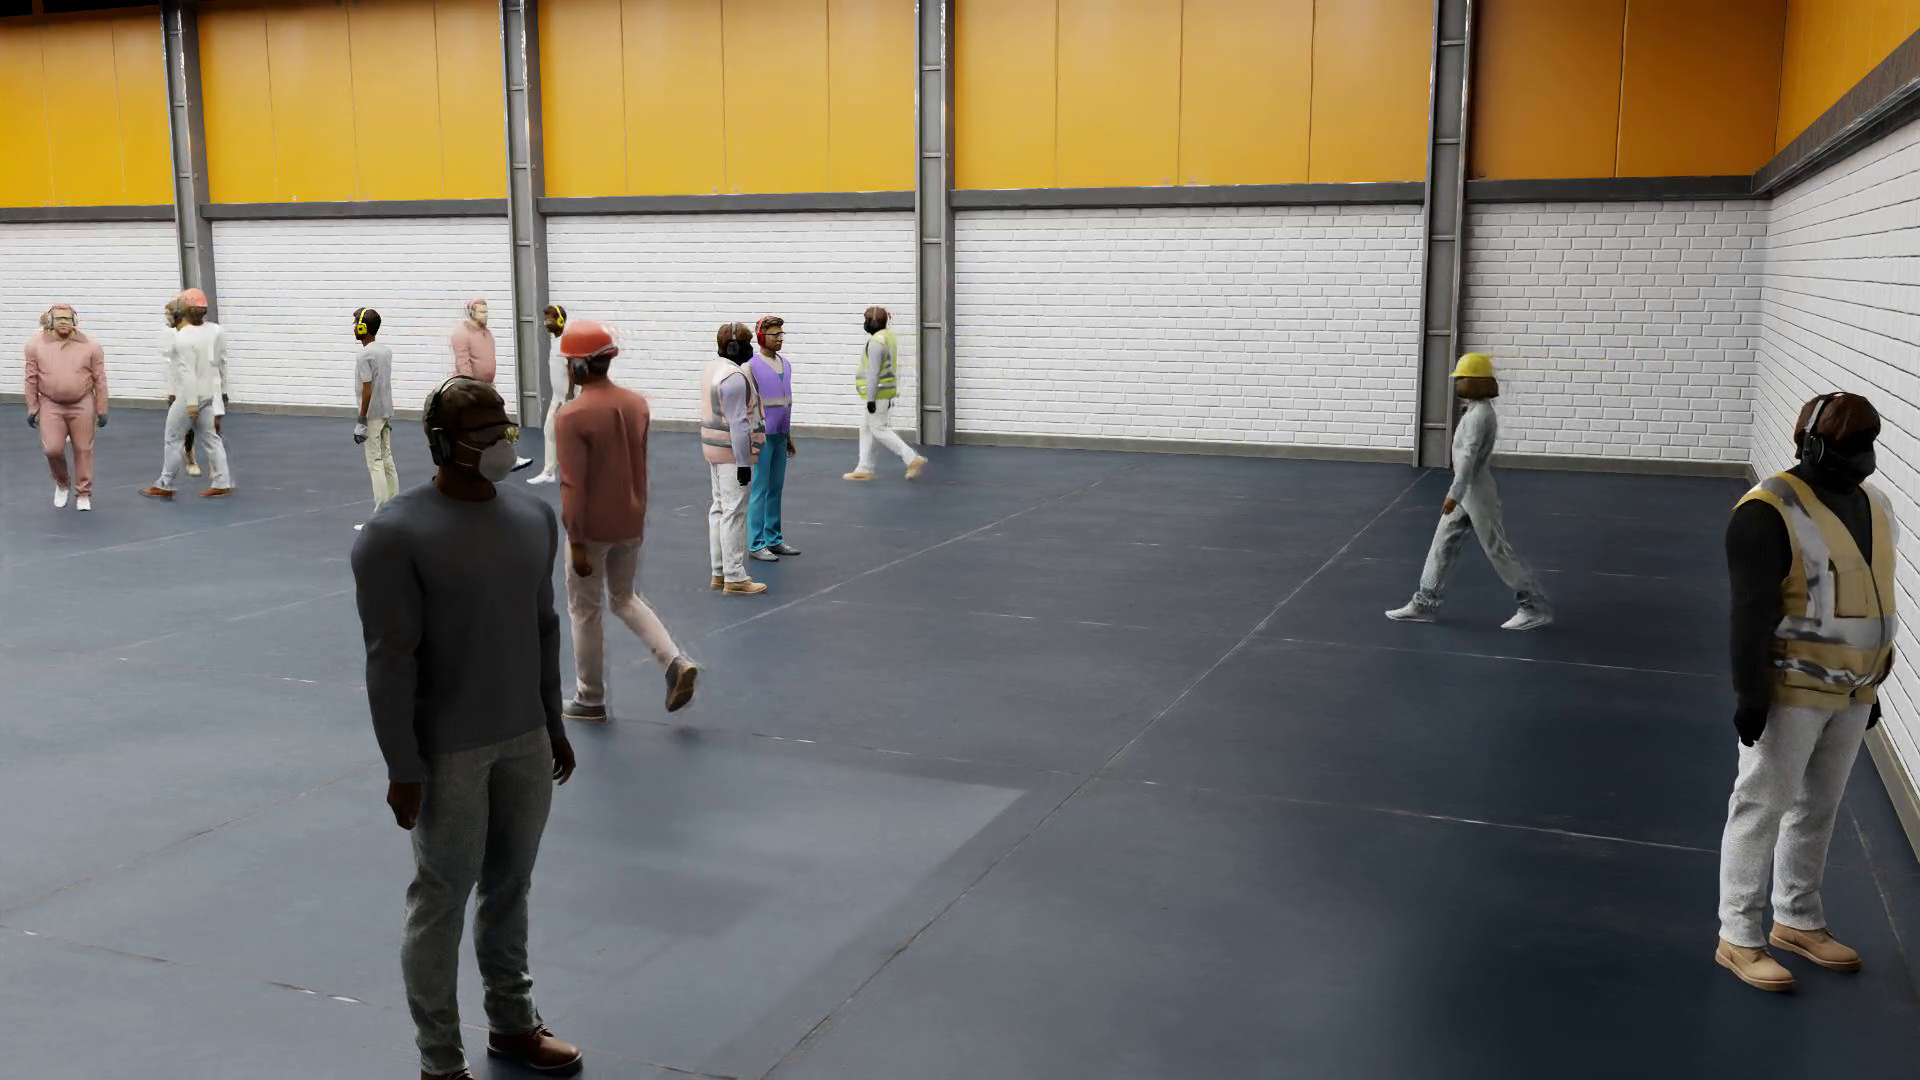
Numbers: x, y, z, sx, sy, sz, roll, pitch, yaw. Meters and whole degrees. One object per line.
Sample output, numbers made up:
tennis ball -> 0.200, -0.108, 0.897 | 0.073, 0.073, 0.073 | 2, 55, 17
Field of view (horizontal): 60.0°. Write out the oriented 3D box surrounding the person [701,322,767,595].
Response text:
person -> -1.531, -0.553, 11.299 | 0.429, 1.841, 0.633 | -4, 10, -23

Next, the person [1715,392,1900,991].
person -> 2.641, 0.461, 5.153 | 0.633, 1.842, 0.429 | -5, 10, -27

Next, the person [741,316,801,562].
person -> -1.457, -0.772, 12.605 | 0.390, 1.846, 0.565 | 5, 10, 26

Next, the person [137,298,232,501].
person -> -7.393, -1.317, 15.718 | 0.917, 1.901, 0.662 | -2, 10, -9

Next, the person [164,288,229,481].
person -> -7.909, -1.610, 17.238 | 0.623, 2.004, 1.019 | -7, 12, -37

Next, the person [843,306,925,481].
person -> -0.784, -1.486, 17.032 | 0.817, 1.814, 0.631 | 1, 9, 6

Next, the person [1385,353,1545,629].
person -> 3.160, -0.296, 10.183 | 0.931, 1.697, 0.492 | 2, 9, 9

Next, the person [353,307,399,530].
person -> -4.944, -1.013, 13.994 | 0.329, 1.873, 0.516 | 1, 9, 6

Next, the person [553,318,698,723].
person -> -1.650, -0.070, 7.953 | 0.676, 1.977, 0.620 | 6, 11, 33

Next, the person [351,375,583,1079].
person -> -1.273, 0.536, 4.401 | 0.372, 1.940, 0.630 | 6, 11, 30

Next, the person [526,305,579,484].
person -> -3.998, -1.491, 17.030 | 0.876, 1.833, 0.535 | -6, 11, -34

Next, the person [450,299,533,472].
person -> -5.092, -1.631, 17.760 | 0.988, 1.856, 0.643 | 4, 10, 23

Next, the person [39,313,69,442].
person -> -11.351, -2.039, 20.922 | 0.413, 1.621, 0.508 | -9, 13, -44

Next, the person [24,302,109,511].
person -> -8.050, -1.194, 15.016 | 0.676, 1.891, 0.432 | -5, 10, -26
